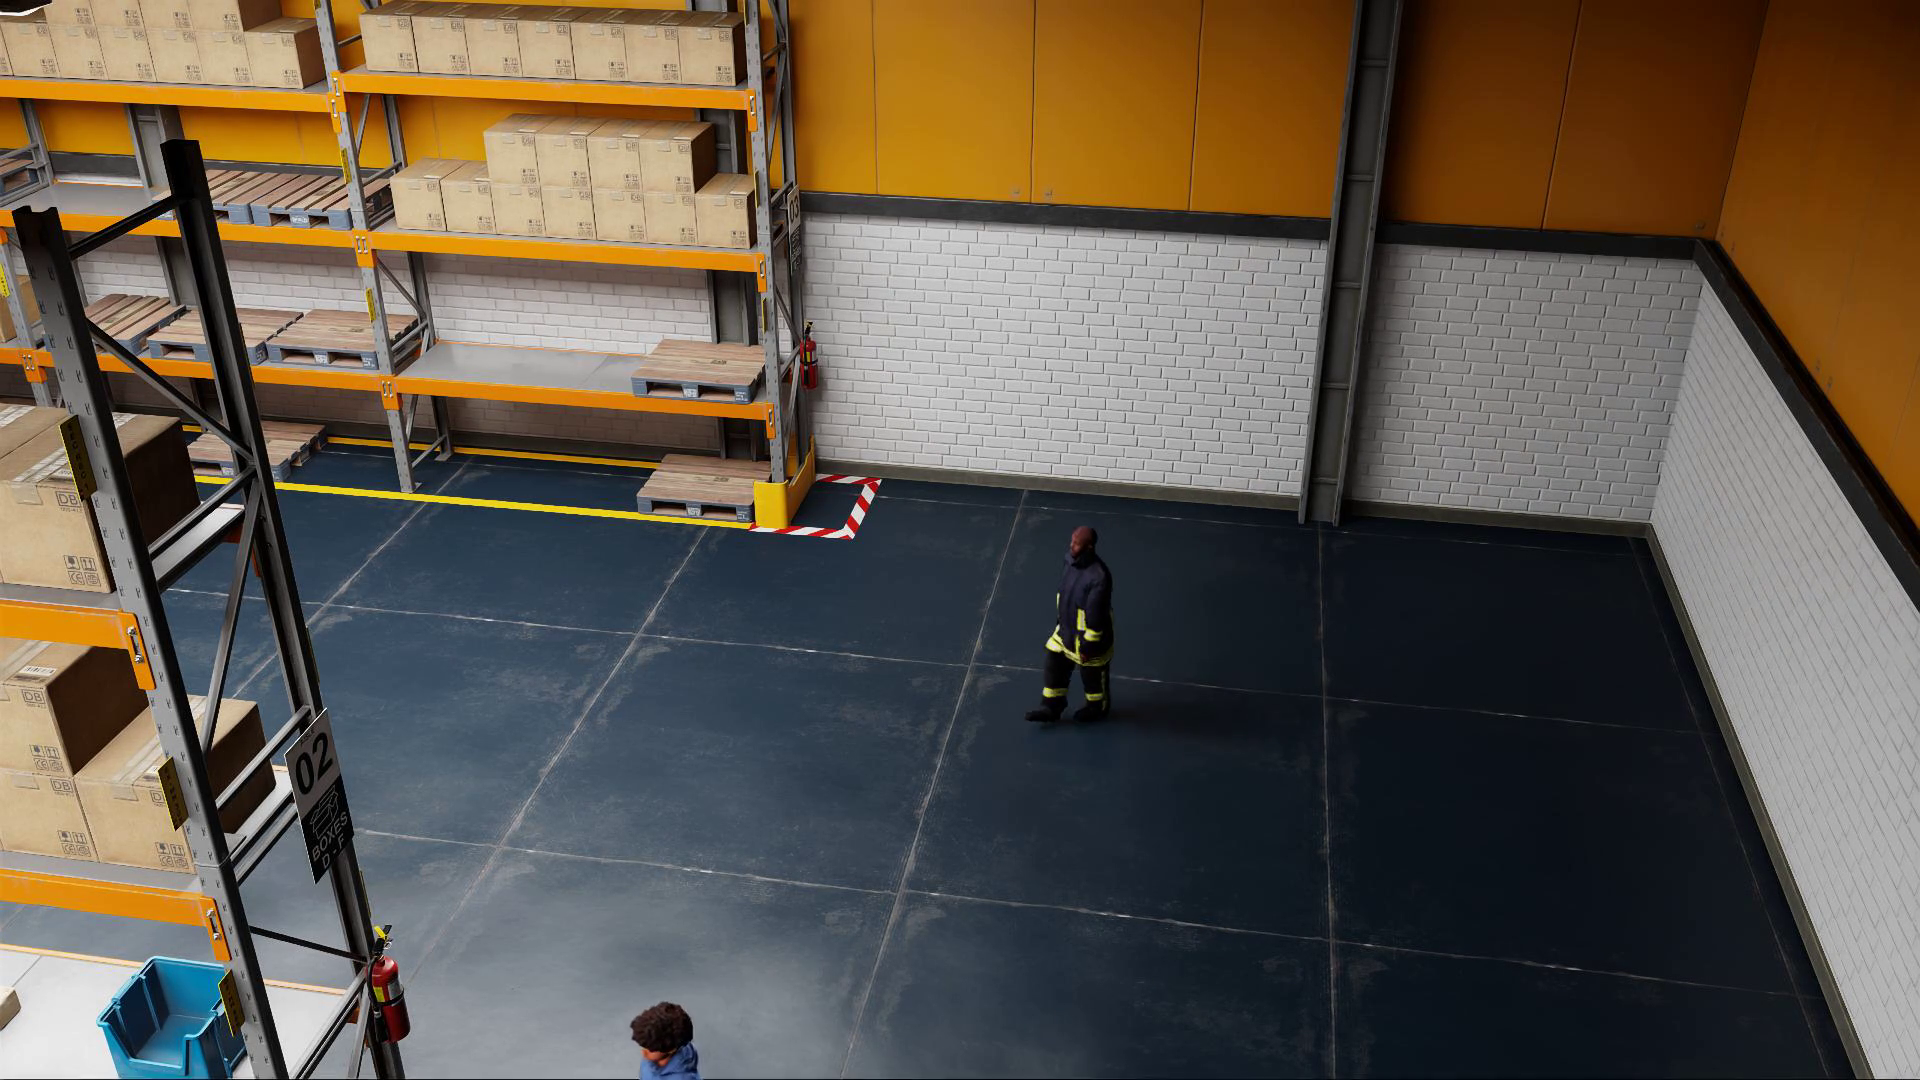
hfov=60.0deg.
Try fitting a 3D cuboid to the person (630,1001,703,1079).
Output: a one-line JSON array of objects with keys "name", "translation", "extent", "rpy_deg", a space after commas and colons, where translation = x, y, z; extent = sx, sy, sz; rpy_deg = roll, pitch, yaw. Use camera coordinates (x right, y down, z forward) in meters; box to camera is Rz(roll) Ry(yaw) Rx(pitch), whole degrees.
[{"name": "person", "translation": [-1.400, 3.117, 8.752], "extent": [1.029, 1.788, 0.955], "rpy_deg": [-14, 32, -24]}]

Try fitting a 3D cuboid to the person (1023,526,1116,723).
[{"name": "person", "translation": [1.060, 0.661, 13.242], "extent": [1.153, 1.801, 1.077], "rpy_deg": [-16, 32, -26]}]
